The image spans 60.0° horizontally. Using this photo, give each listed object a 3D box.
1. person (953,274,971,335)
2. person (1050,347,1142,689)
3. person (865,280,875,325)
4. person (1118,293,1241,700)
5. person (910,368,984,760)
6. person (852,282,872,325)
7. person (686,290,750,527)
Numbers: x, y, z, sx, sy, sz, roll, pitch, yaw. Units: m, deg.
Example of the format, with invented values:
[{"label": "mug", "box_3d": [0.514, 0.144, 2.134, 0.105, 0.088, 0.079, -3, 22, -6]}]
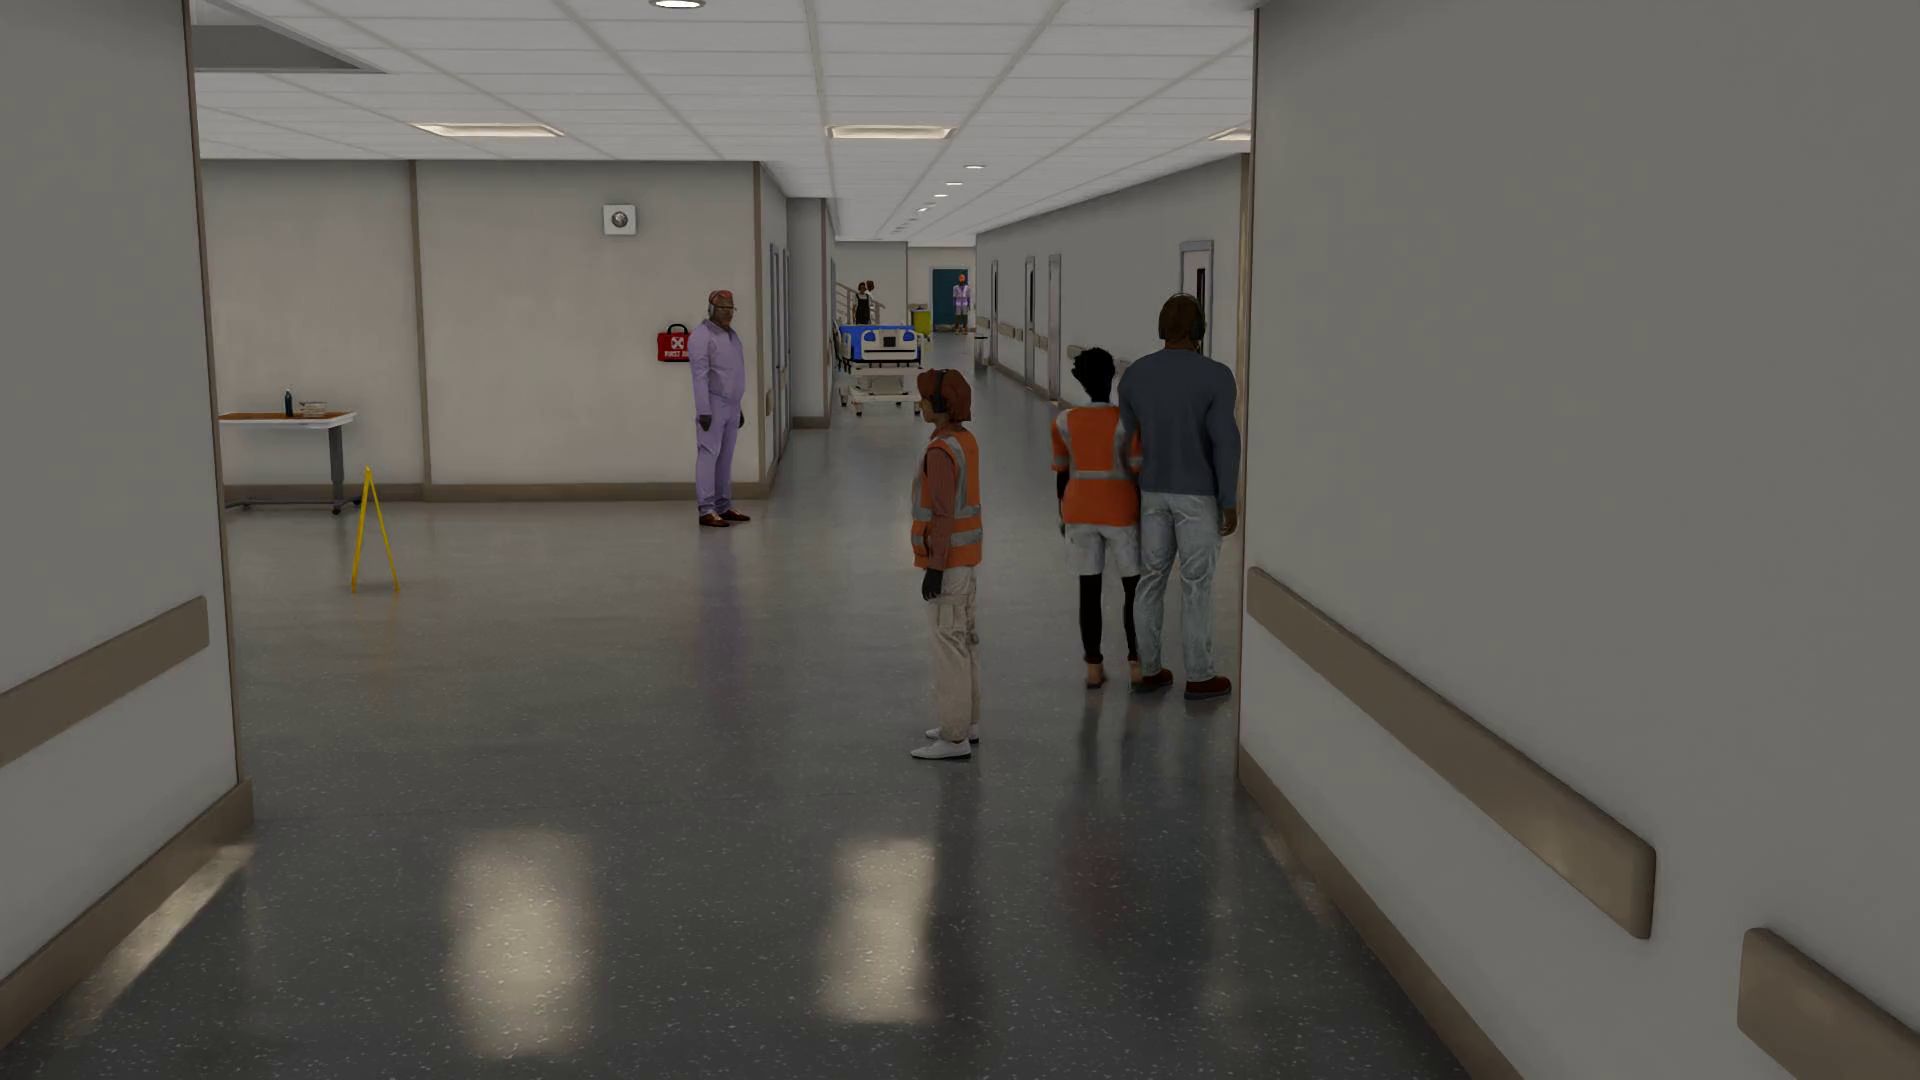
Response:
[{"label": "person", "box_3d": [0.061, -7.978, 56.434, 0.605, 2.045, 0.377, -1, 9, -5]}, {"label": "person", "box_3d": [0.690, -0.107, 8.172, 0.560, 1.676, 0.351, 4, 10, 26]}, {"label": "person", "box_3d": [-2.618, -6.486, 47.618, 0.363, 1.876, 0.576, 0, 9, -1]}, {"label": "person", "box_3d": [1.051, -0.204, 7.959, 0.632, 1.940, 0.372, 7, 11, 36]}, {"label": "person", "box_3d": [-0.052, 0.100, 6.984, 0.307, 1.639, 0.525, 2, 9, 12]}, {"label": "person", "box_3d": [-2.509, -5.665, 42.533, 0.514, 1.842, 0.327, -5, 10, -27]}, {"label": "person", "box_3d": [-1.931, -1.067, 13.497, 0.402, 1.904, 0.638, 4, 10, 22]}]
